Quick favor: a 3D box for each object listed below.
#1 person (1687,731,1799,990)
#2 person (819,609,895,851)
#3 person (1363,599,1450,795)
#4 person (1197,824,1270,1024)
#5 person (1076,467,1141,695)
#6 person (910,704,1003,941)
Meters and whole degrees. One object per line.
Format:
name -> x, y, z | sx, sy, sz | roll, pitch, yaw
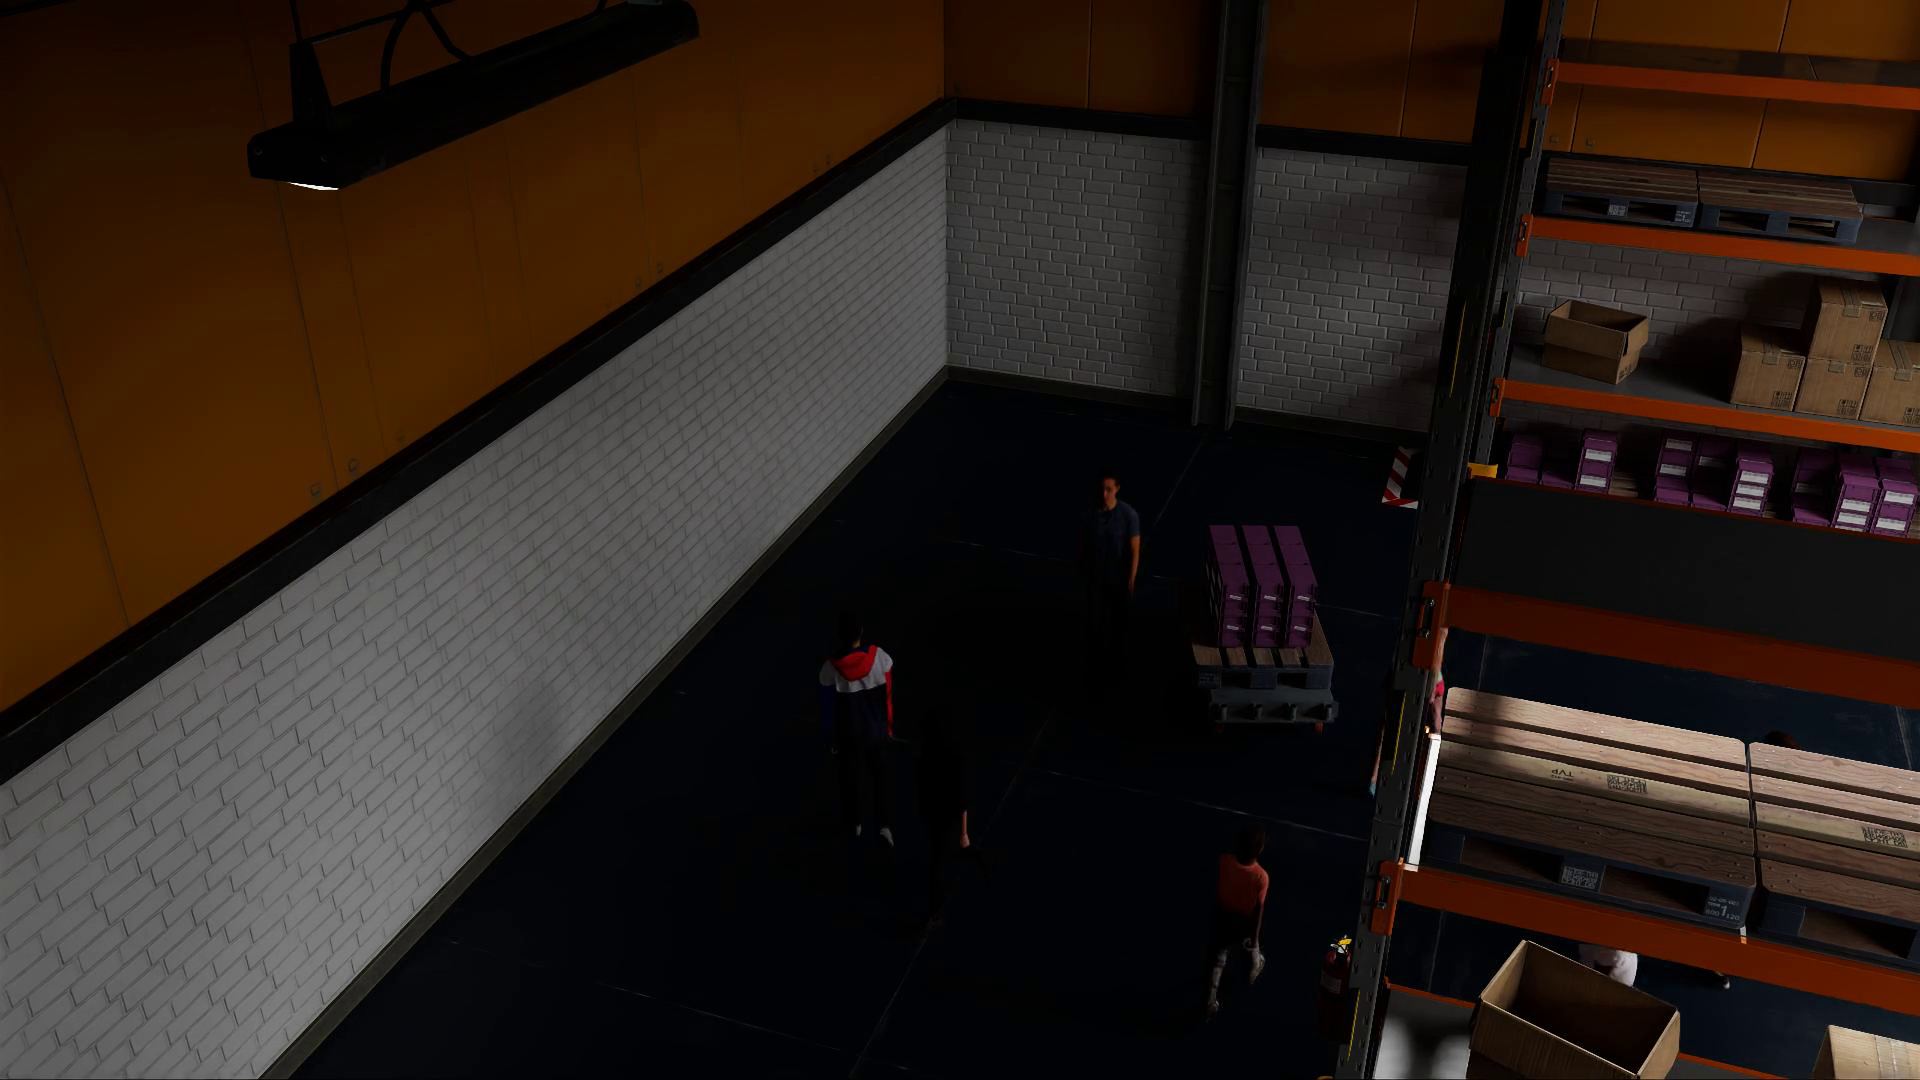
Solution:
person -> 4.645, 1.860, 9.713 | 0.642, 1.722, 0.695 | -14, 32, -24
person -> -0.628, 1.271, 10.772 | 0.974, 1.741, 0.983 | -7, 29, -13
person -> 3.044, 0.971, 11.352 | 1.085, 1.712, 1.184 | -20, 35, -33
person -> 1.545, 2.210, 9.534 | 0.877, 1.280, 0.655 | 17, 33, 28
person -> 1.153, 0.218, 12.672 | 1.129, 1.771, 0.835 | 5, 29, 9
person -> -0.028, 1.671, 10.165 | 0.967, 1.620, 0.998 | -19, 34, -31
